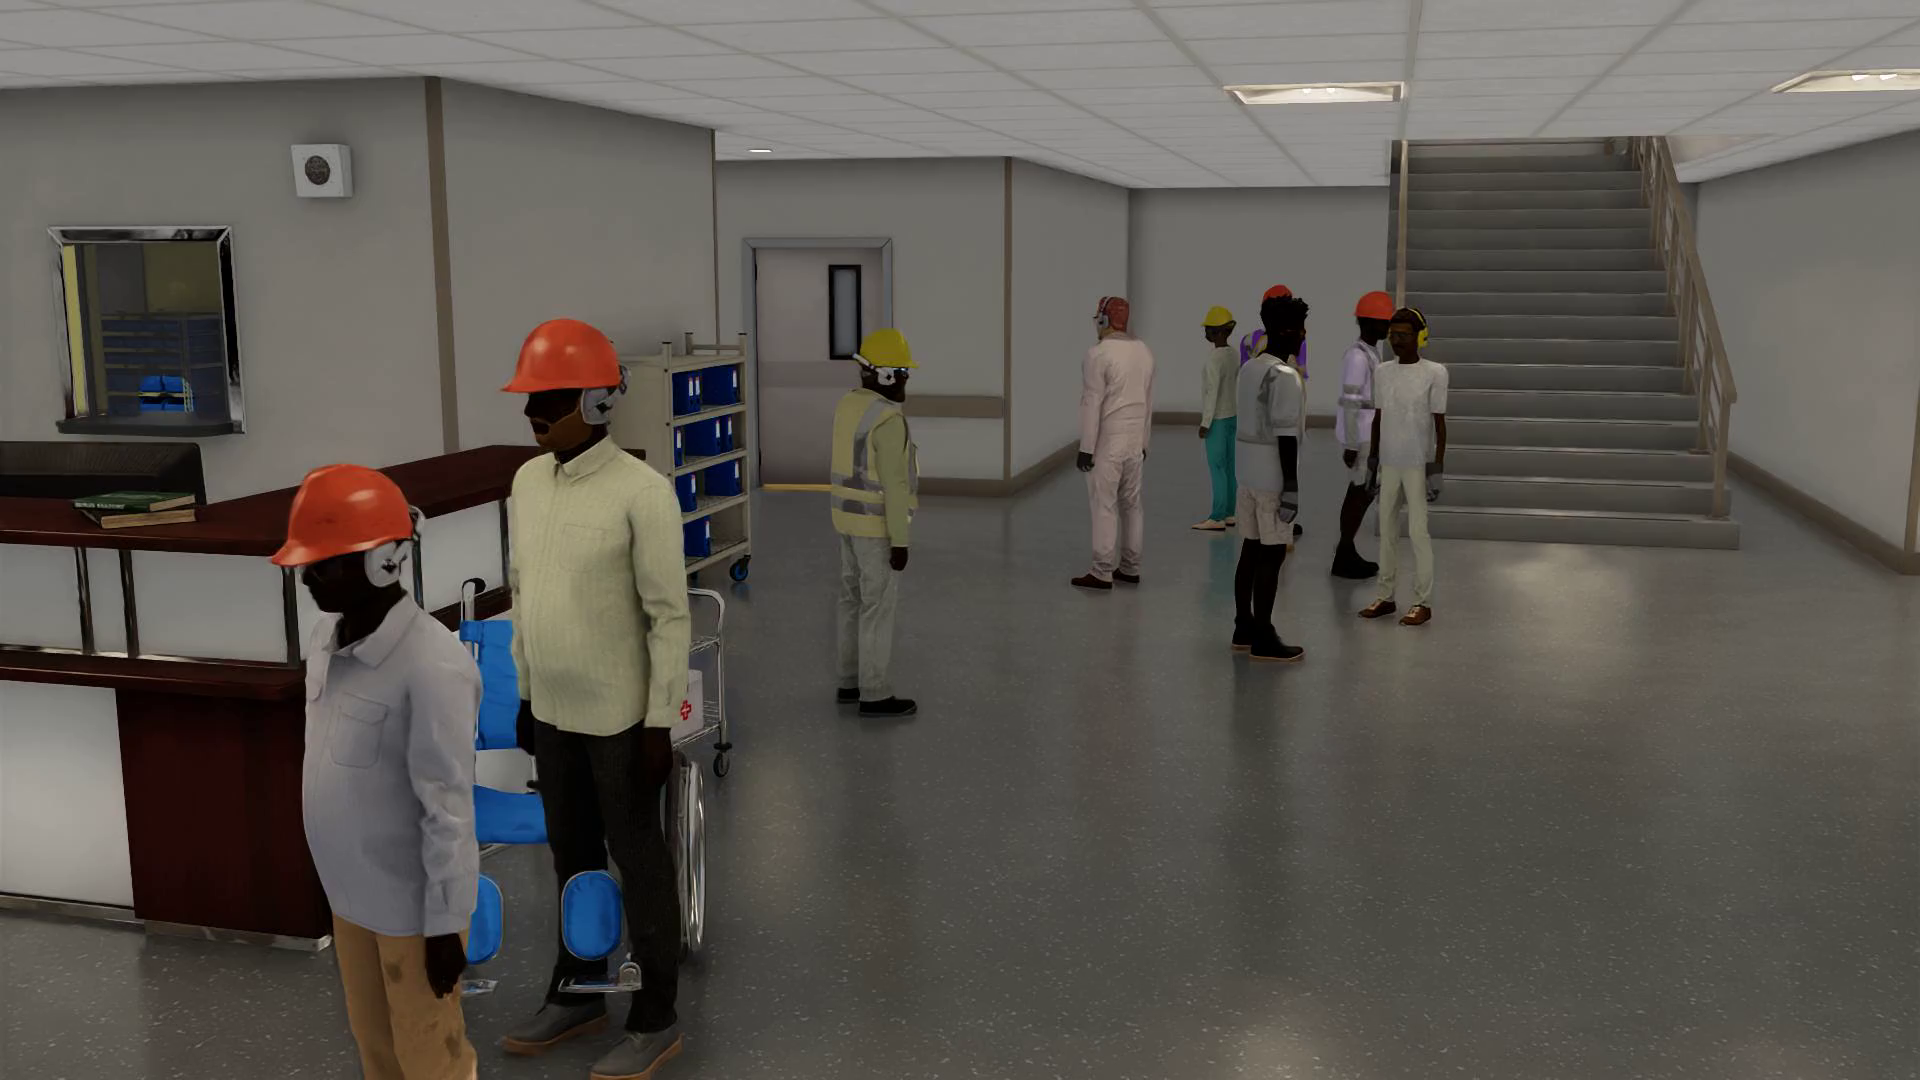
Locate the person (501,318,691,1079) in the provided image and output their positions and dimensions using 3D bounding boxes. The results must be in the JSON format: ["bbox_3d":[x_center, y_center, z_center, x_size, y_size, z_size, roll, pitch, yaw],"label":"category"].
[{"bbox_3d":[-0.966,0.427,4.333,0.613,1.994,0.395,7,12,37],"label":"person"}]

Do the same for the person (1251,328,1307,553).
[{"bbox_3d":[2.326,-0.838,12.237,0.429,1.841,0.634,2,10,9],"label":"person"}]

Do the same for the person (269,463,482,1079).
[{"bbox_3d":[-1.196,0.706,3.428,0.564,1.743,0.350,9,13,43],"label":"person"}]

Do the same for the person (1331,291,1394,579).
[{"bbox_3d":[2.733,-0.705,11.204,0.391,1.926,0.546,3,10,19],"label":"person"}]

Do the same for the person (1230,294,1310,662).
[{"bbox_3d":[1.658,-0.326,8.872,0.366,1.962,0.608,-2,10,-13],"label":"person"}]

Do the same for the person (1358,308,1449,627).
[{"bbox_3d":[2.609,-0.427,9.771,0.320,1.861,0.516,-8,13,-40],"label":"person"}]

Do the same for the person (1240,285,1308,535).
[{"bbox_3d":[2.428,-0.992,12.855,0.544,1.939,0.354,6,11,31],"label":"person"}]

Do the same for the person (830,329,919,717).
[{"bbox_3d":[-0.393,-0.076,7.827,0.408,1.820,0.598,-5,11,-27],"label":"person"}]

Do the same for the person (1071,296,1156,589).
[{"bbox_3d":[0.992,-0.636,10.884,0.399,1.901,0.649,9,13,43],"label":"person"}]

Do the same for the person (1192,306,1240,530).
[{"bbox_3d":[2.036,-0.958,13.160,0.312,1.769,0.522,6,11,30],"label":"person"}]
